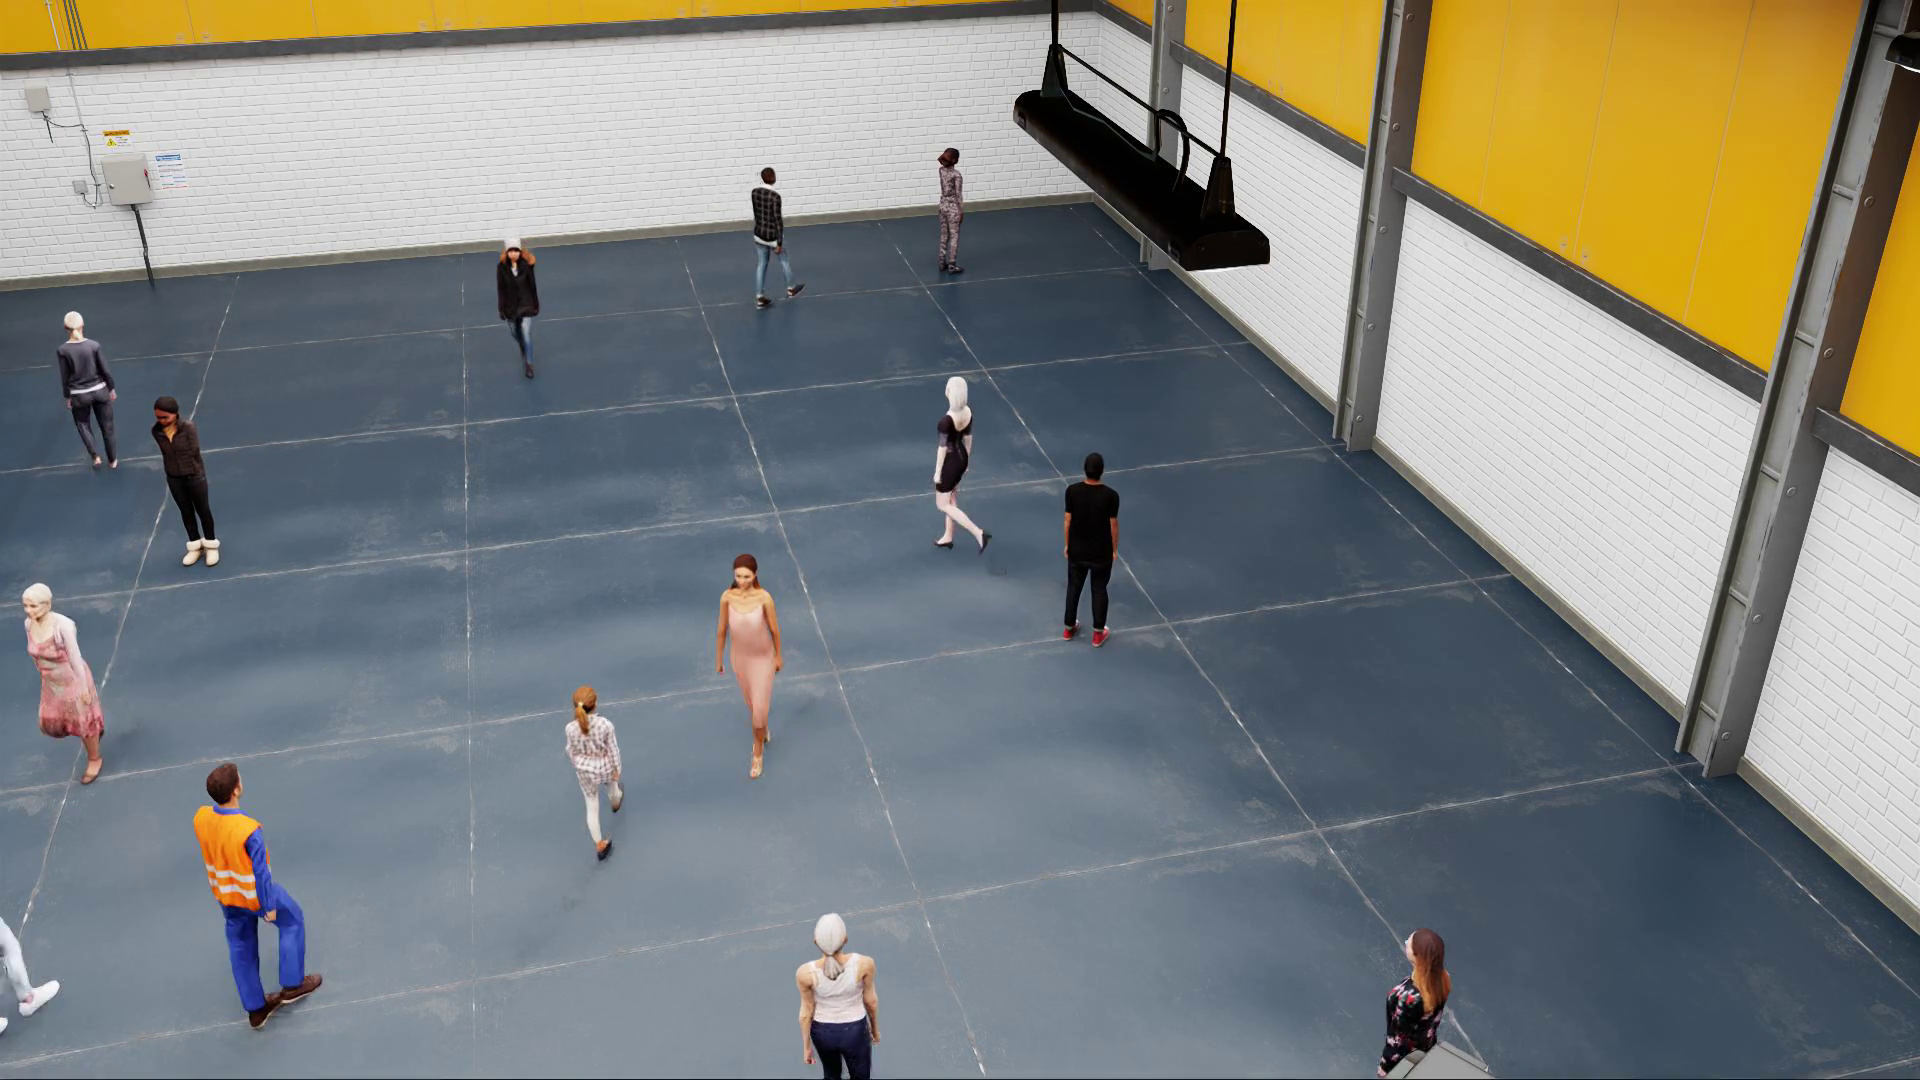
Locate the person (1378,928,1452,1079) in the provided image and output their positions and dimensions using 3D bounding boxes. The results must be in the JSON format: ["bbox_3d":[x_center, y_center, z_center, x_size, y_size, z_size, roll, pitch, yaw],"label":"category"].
[{"bbox_3d":[2.551,2.857,9.119,0.823,1.673,0.757,22,35,34],"label":"person"}]

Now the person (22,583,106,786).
[{"bbox_3d":[-6.650,1.025,12.466,0.726,1.683,0.813,4,29,7],"label":"person"}]

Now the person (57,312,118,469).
[{"bbox_3d":[-8.923,-1.494,17.046,0.708,1.719,0.688,-16,32,-26],"label":"person"}]

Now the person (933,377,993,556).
[{"bbox_3d":[0.000,-0.631,15.365,1.024,1.814,0.943,18,33,29],"label":"person"}]

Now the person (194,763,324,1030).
[{"bbox_3d":[-4.391,2.214,10.117,0.851,1.846,0.899,8,30,14],"label":"person"}]

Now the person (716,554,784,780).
[{"bbox_3d":[-1.544,0.862,12.635,0.820,1.807,0.922,6,29,10],"label":"person"}]

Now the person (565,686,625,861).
[{"bbox_3d":[-2.588,1.668,11.722,0.668,1.266,0.971,0,29,-1],"label":"person"}]

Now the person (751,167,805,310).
[{"bbox_3d":[-2.502,-3.834,21.261,1.061,1.791,1.135,14,32,24],"label":"person"}]

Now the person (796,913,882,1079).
[{"bbox_3d":[-0.645,2.814,9.187,0.734,1.683,1.106,-3,29,-5],"label":"person"}]

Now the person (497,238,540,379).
[{"bbox_3d":[-5.171,-2.757,19.474,0.713,1.611,1.017,-4,29,-7],"label":"person"}]

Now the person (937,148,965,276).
[{"bbox_3d":[-0.132,-4.462,22.492,0.716,1.715,0.615,-22,36,-35],"label":"person"}]

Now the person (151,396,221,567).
[{"bbox_3d":[-7.188,-0.589,15.450,0.667,1.659,0.611,-7,29,-13],"label":"person"}]

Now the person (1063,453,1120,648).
[{"bbox_3d":[1.105,0.078,14.129,0.701,1.753,0.717,9,30,16],"label":"person"}]
